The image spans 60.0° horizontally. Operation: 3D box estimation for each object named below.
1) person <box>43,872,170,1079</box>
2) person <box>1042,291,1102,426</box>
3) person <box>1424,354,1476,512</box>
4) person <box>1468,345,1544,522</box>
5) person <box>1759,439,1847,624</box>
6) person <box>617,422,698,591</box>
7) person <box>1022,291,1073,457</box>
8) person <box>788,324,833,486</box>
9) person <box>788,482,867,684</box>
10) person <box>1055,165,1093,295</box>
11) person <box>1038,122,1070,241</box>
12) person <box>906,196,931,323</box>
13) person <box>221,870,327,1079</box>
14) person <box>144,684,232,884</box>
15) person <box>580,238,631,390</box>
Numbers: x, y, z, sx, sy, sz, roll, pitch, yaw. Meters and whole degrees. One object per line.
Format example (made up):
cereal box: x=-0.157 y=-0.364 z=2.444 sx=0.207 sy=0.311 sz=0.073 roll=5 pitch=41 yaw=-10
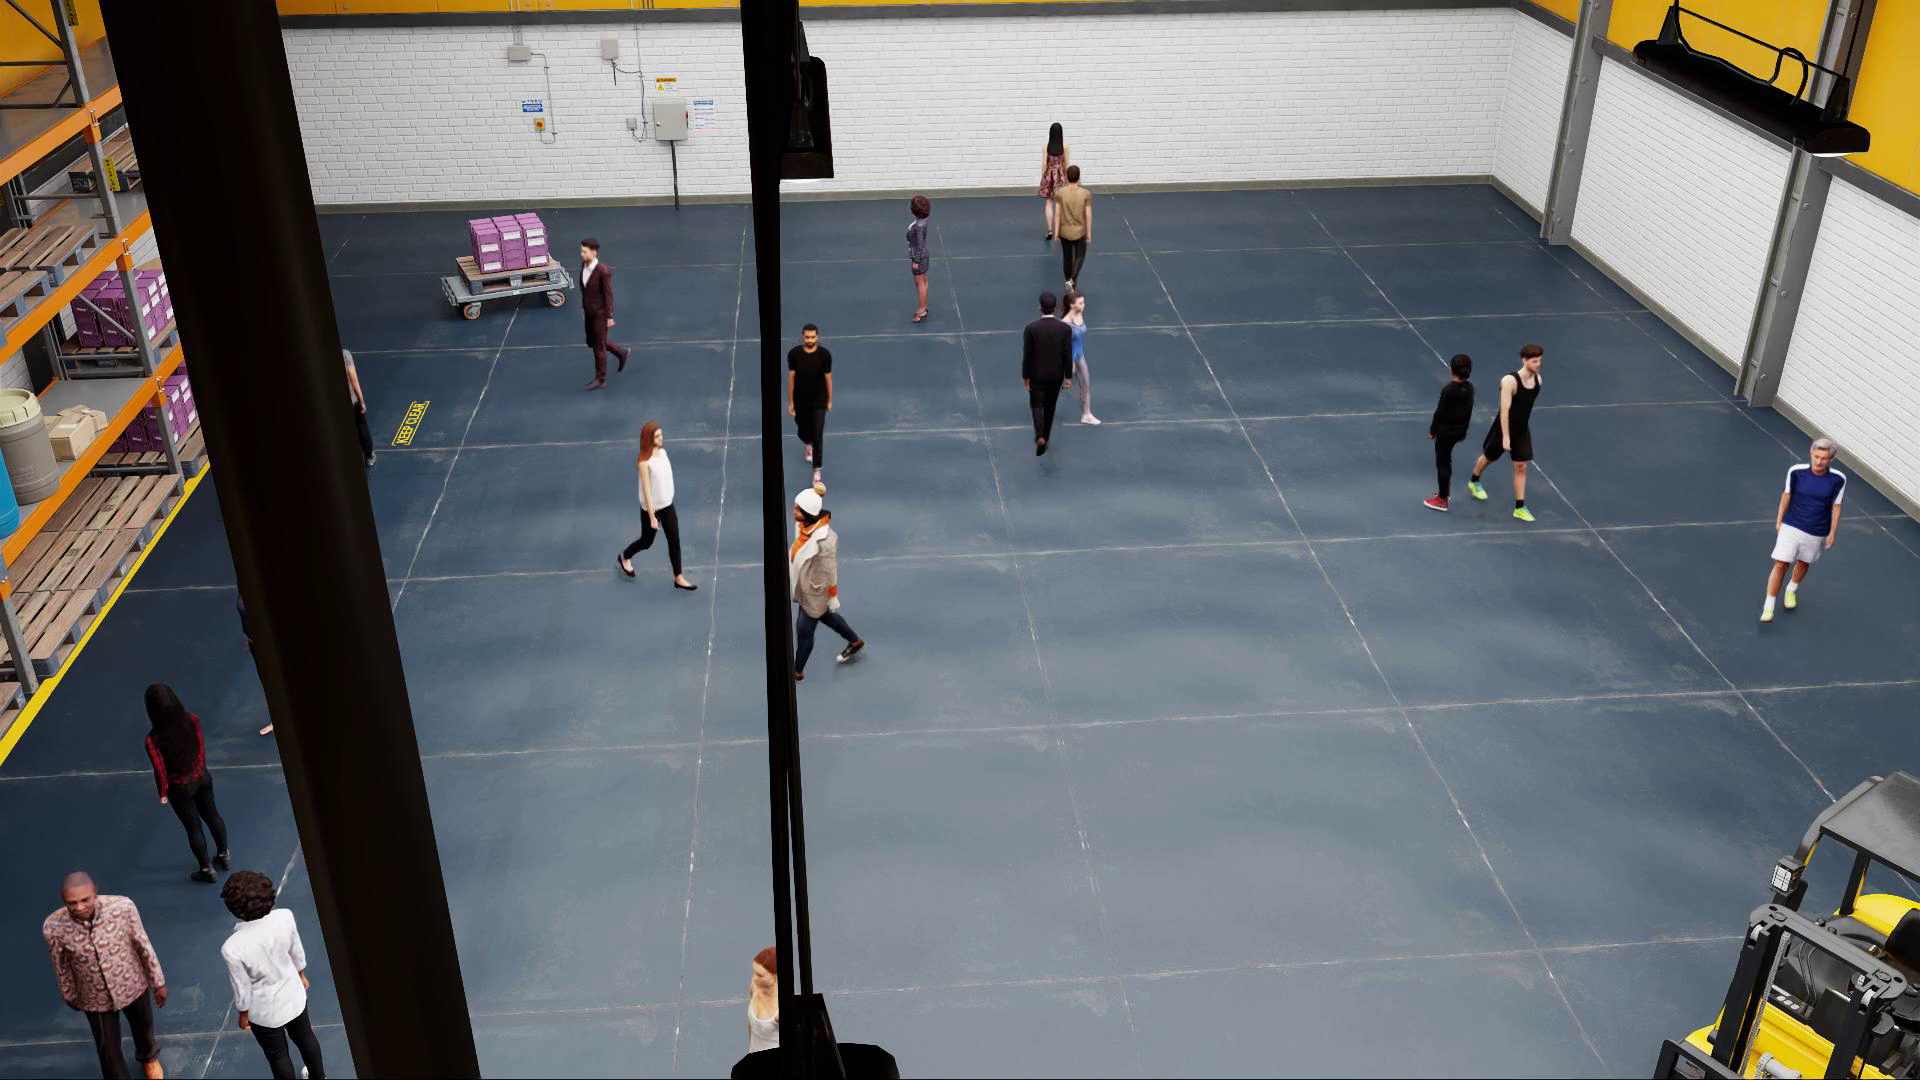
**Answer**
person: x=-5.181 y=2.668 z=10.160 sx=0.992 sy=1.778 sz=1.158 roll=-18 pitch=33 yaw=-29
person: x=1.214 y=-2.076 z=19.065 sx=1.057 sy=1.579 sz=1.029 roll=20 pitch=35 yaw=32
person: x=5.115 y=-1.069 z=17.153 sx=0.698 sy=1.642 sz=0.727 roll=-24 pitch=37 yaw=-37
person: x=5.605 y=-1.157 z=17.108 sx=0.897 sy=1.840 sz=1.277 roll=-12 pitch=31 yaw=-22
person: x=7.776 y=-0.138 z=15.290 sx=0.993 sy=1.793 sz=1.180 roll=12 pitch=31 yaw=21
person: x=-2.943 y=-0.308 z=15.702 sx=1.041 sy=1.696 sz=1.082 roll=16 pitch=32 yaw=27
person: x=0.954 y=-1.782 z=18.228 sx=0.714 sy=1.864 sz=0.954 roll=-2 pitch=29 yaw=-3
person: x=-1.618 y=-1.517 z=17.882 sx=0.706 sy=1.732 sz=1.126 roll=1 pitch=29 yaw=2
person: x=-1.159 y=0.352 z=14.329 sx=1.071 sy=1.852 sz=1.226 roll=-14 pitch=32 yaw=-24
person: x=1.522 y=-4.149 z=22.595 sx=0.858 sy=1.839 sz=1.065 roll=6 pitch=29 yaw=11
person: x=1.416 y=-5.366 z=24.895 sx=0.642 sy=1.772 sz=0.665 roll=-2 pitch=29 yaw=-4
person: x=-0.524 y=-3.715 z=21.943 sx=0.724 sy=1.702 sz=0.563 roll=4 pitch=29 yaw=7
person: x=-4.130 y=2.729 z=10.016 sx=0.790 sy=1.810 sz=0.715 roll=18 pitch=34 yaw=30
person: x=-5.550 y=1.747 z=11.977 sx=0.723 sy=1.655 sz=0.612 roll=13 pitch=31 yaw=22
person: x=-4.316 y=-2.765 z=20.042 sx=1.084 sy=1.853 sz=1.056 roll=-25 pitch=37 yaw=-38
